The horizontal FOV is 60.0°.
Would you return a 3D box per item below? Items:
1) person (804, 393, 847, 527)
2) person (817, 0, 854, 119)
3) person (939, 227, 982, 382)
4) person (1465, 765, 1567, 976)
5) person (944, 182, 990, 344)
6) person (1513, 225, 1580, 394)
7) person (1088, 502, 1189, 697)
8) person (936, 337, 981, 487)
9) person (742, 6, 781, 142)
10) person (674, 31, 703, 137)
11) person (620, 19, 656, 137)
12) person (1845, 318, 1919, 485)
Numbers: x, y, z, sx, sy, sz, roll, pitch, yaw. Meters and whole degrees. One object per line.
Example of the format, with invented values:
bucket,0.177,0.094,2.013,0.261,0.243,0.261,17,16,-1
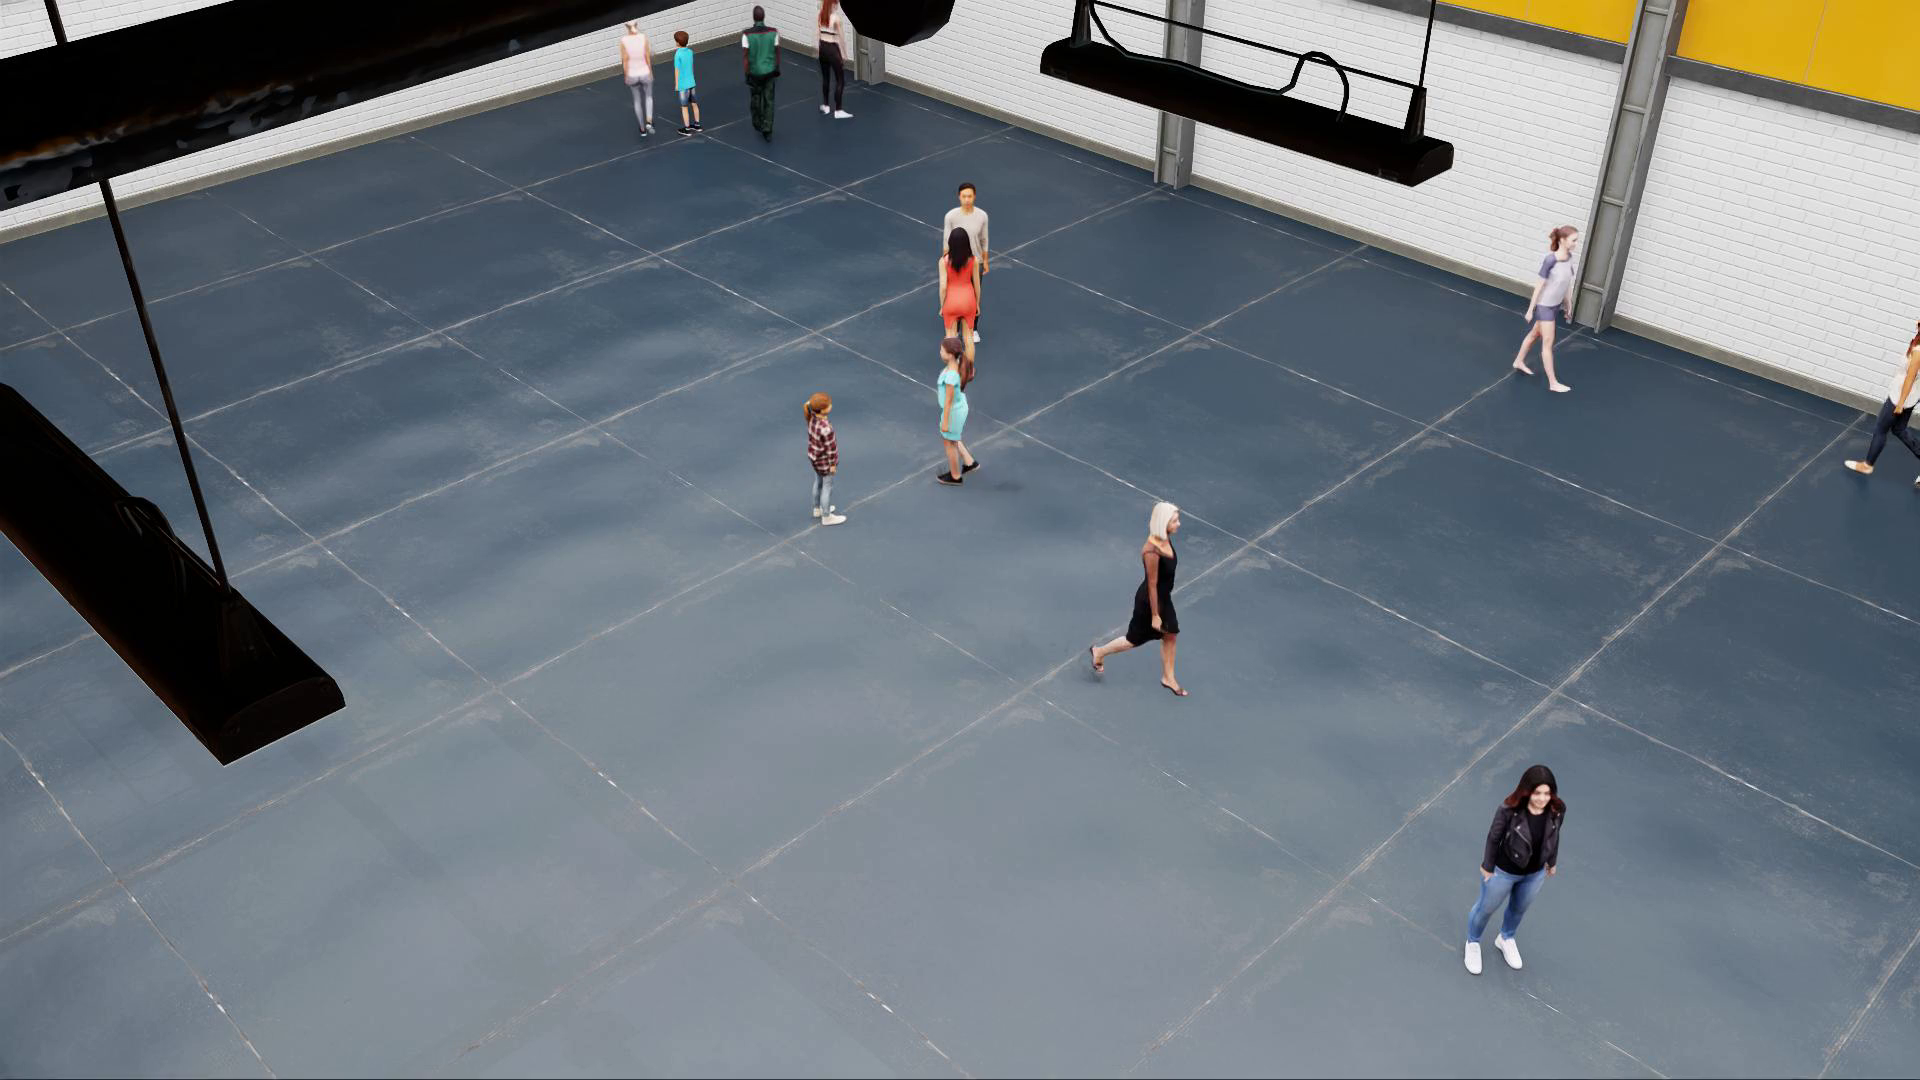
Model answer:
person,-1.242,-0.748,15.012,0.646,1.305,0.521,-17,37,-24
person,-1.906,-7.020,24.054,0.651,1.741,0.999,12,36,18
person,-0.005,-2.424,17.160,0.672,1.719,0.704,-5,34,-8
person,3.508,2.064,10.485,0.722,1.633,0.760,-4,34,-5
person,0.061,-3.005,17.950,0.736,1.811,0.769,-4,34,-6
person,6.005,-2.449,17.185,0.661,1.732,1.062,-23,40,-30
person,1.408,0.465,12.813,1.128,1.719,0.794,17,37,23
person,0.009,-1.178,15.437,0.759,1.551,0.693,10,35,14
person,-2.729,-6.460,23.149,0.953,1.811,1.093,-9,35,-14
person,-3.864,-6.463,23.482,0.545,1.448,0.554,19,38,26
person,-4.472,-6.450,23.222,0.755,1.712,0.852,-7,34,-11
person,8.863,-1.305,15.434,0.963,1.767,0.579,27,42,35
